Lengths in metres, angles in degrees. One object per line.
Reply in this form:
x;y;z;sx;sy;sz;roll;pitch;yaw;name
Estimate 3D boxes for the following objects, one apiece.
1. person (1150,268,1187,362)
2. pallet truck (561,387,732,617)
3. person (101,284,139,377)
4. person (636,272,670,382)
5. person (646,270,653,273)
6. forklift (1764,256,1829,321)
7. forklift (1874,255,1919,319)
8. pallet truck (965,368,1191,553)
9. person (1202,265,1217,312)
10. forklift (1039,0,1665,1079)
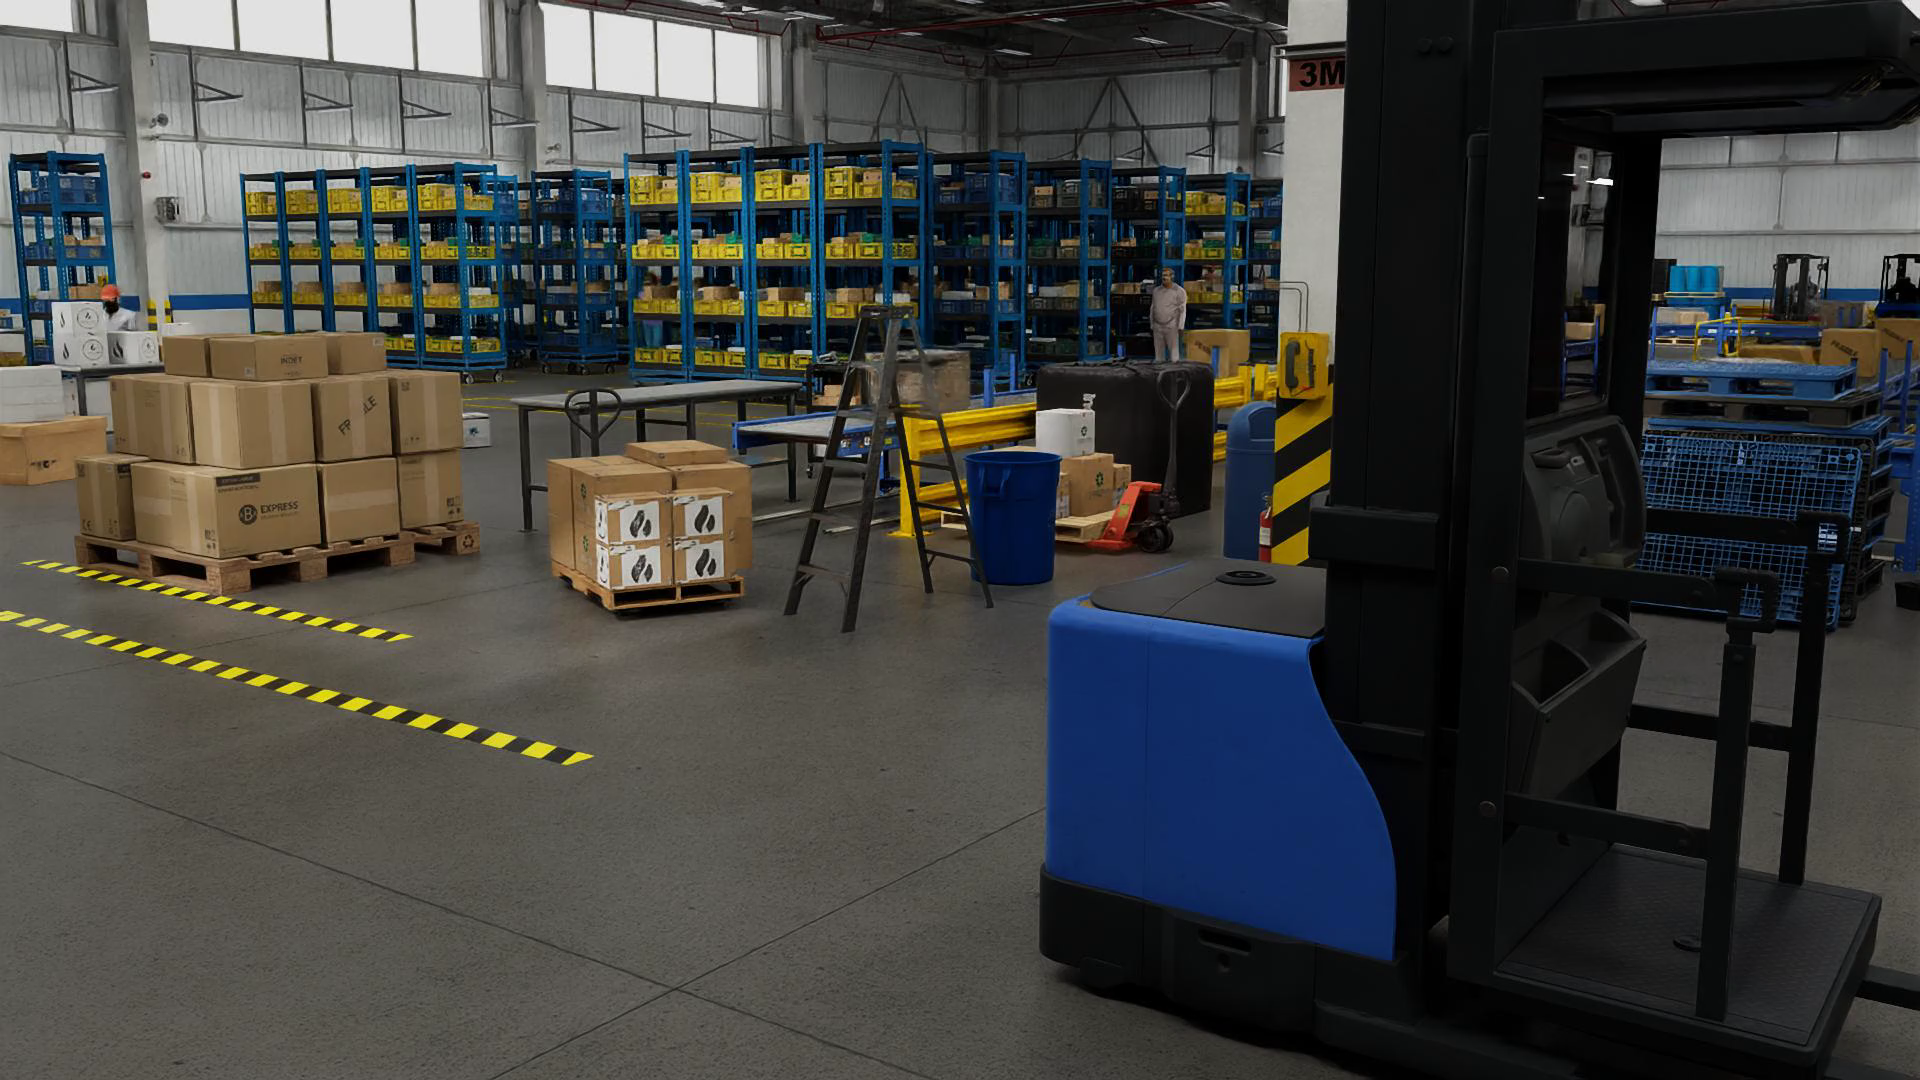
3.377;-3.493;27.238;0.640;1.910;0.407;7;12;35;person
-1.981;-0.274;10.088;0.680;1.201;1.601;-5;11;-28;pallet truck
-10.559;-2.322;20.785;0.566;1.737;0.381;0;10;2;person
-5.149;-3.569;27.898;0.602;1.830;0.456;3;10;17;person
-7.773;-5.889;41.930;0.604;1.815;0.812;4;10;23;person
20.253;-5.854;40.139;1.157;1.987;2.680;7;12;35;forklift
22.089;-5.634;38.796;1.157;1.987;2.680;6;11;33;forklift
0.845;-0.609;11.869;1.630;1.274;0.653;7;12;35;pallet truck
7.304;-7.102;48.521;0.412;1.985;0.625;-9;13;-43;person
1.249;-0.137;4.360;1.873;2.768;1.129;7;12;35;forklift
